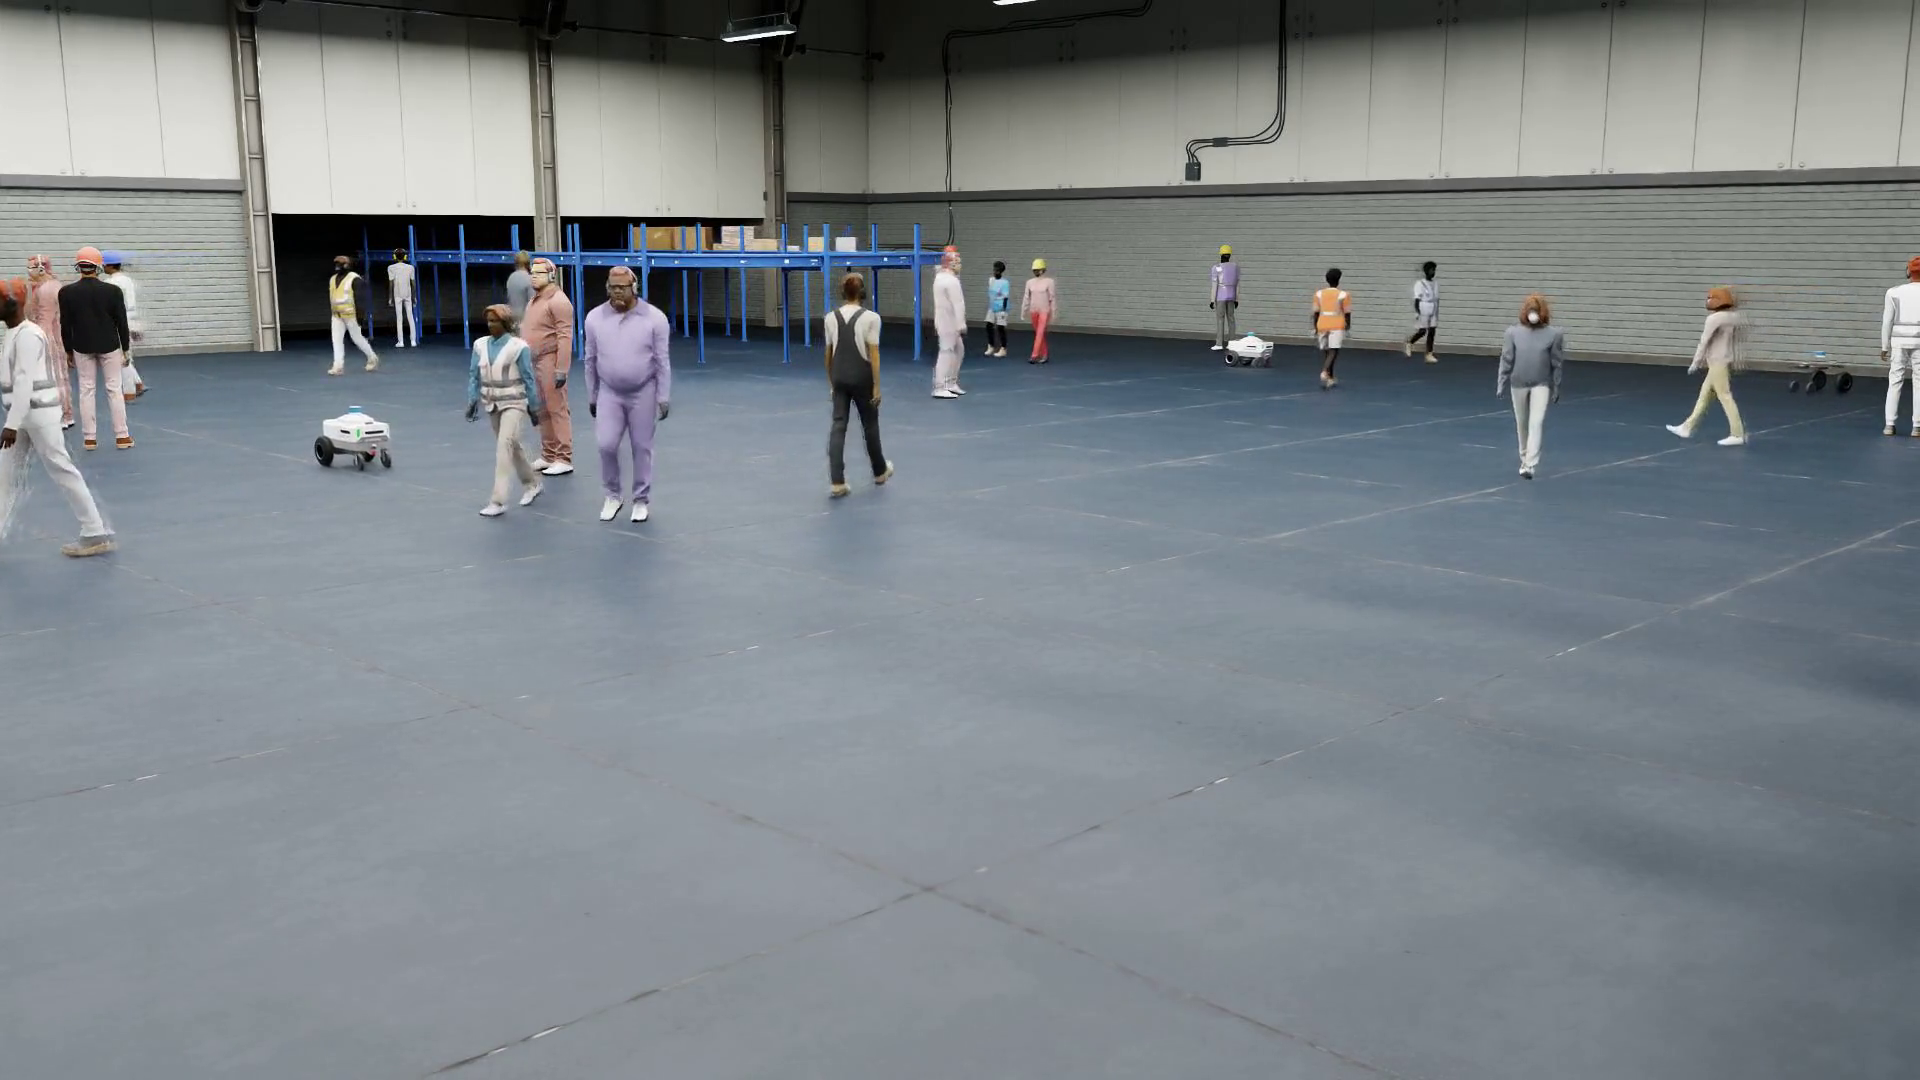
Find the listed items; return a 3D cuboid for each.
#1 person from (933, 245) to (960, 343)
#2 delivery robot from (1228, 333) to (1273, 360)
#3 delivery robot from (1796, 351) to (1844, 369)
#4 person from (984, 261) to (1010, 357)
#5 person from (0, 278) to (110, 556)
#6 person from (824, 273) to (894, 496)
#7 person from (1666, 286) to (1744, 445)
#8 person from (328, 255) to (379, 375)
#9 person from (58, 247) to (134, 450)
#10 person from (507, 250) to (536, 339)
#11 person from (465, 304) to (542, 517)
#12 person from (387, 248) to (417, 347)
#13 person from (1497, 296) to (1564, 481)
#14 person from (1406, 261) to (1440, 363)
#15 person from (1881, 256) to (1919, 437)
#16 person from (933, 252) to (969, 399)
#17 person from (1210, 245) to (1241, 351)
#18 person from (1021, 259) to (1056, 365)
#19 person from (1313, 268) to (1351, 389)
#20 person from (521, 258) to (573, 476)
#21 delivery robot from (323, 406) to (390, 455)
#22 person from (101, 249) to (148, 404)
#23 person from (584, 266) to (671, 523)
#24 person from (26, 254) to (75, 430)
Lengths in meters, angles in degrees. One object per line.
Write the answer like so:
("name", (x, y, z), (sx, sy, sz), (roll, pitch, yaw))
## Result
("person", (-0.238, -4.680, 31.861), (0.572, 1.926, 0.506), (-8, 13, -38))
("delivery robot", (4.714, -3.118, 26.947), (0.707, 0.478, 0.477), (10, 14, 42))
("delivery robot", (11.696, -2.451, 22.599), (0.699, 0.223, 0.335), (-4, 11, -22))
("person", (0.677, -4.000, 28.827), (0.450, 1.665, 0.565), (-9, 14, -41))
("person", (-6.100, -0.773, 10.808), (0.979, 1.834, 0.597), (-9, 14, -41))
("person", (-0.844, -1.299, 13.775), (0.537, 1.794, 0.963), (4, 11, 19))
("person", (7.646, -1.775, 16.925), (0.504, 1.586, 0.861), (-10, 14, -43))
("person", (-9.384, -3.474, 25.598), (0.625, 1.818, 0.850), (5, 11, 25))
("person", (-8.565, -1.899, 16.509), (0.612, 1.995, 0.382), (-3, 11, -18))
("person", (-5.786, -2.865, 21.976), (0.737, 1.924, 0.638), (-9, 14, -41))
("person", (-3.476, -1.021, 12.813), (0.502, 1.595, 0.862), (5, 12, 26))
("person", (-10.620, -4.615, 31.662), (0.514, 1.871, 0.327), (-5, 12, -28))
("person", (4.961, -1.326, 14.497), (0.512, 1.579, 0.880), (5, 12, 26))
("person", (7.765, -3.813, 27.773), (0.546, 1.680, 0.560), (-6, 12, -28))
("person", (10.094, -2.053, 17.645), (0.574, 1.887, 0.355), (8, 13, 37))
("person", (-0.078, -2.795, 21.706), (0.629, 1.888, 0.665), (-2, 11, -12))
("person", (4.884, -4.466, 30.692), (0.590, 1.927, 0.367), (-4, 11, -21))
("person", (1.287, -3.746, 27.335), (0.546, 1.713, 0.926), (6, 12, 30))
("person", (5.121, -2.928, 23.010), (0.536, 1.671, 0.786), (7, 13, 35))
("person", (-3.688, -1.542, 14.791), (0.409, 1.910, 0.651), (-8, 13, -39))
("delivery robot", (-5.578, -0.994, 15.361), (0.707, 0.478, 0.477), (10, 14, 42))
("person", (-10.613, -2.685, 20.982), (0.438, 1.931, 0.612), (-1, 10, -5))
("person", (-2.450, -1.062, 12.254), (0.648, 1.889, 0.508), (0, 10, -2))
("person", (-9.967, -2.157, 18.180), (0.401, 1.906, 0.650), (-4, 11, -20))
